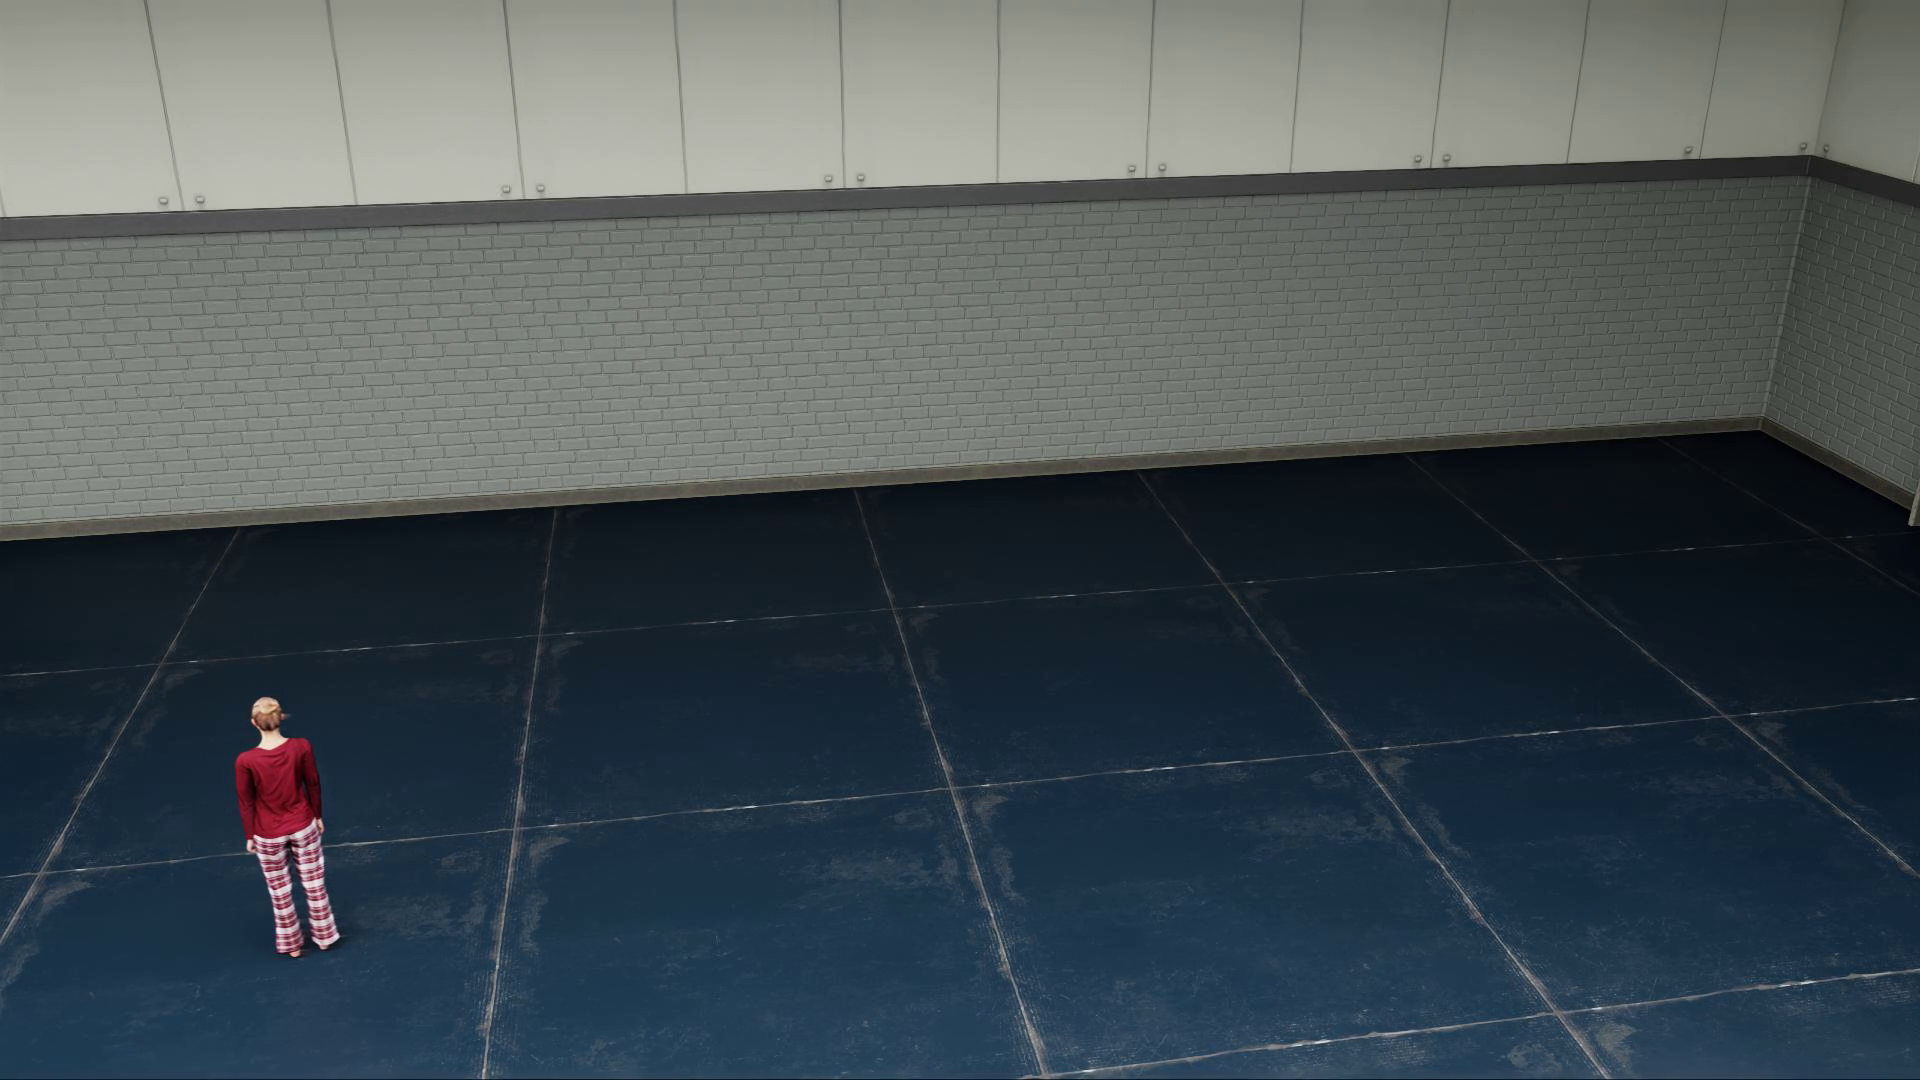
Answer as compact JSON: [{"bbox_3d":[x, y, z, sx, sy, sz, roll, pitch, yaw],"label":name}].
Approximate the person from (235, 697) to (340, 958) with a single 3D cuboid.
[{"bbox_3d":[-3.961,1.675,9.754,0.682,1.699,0.672,-16,28,-33],"label":"person"}]
